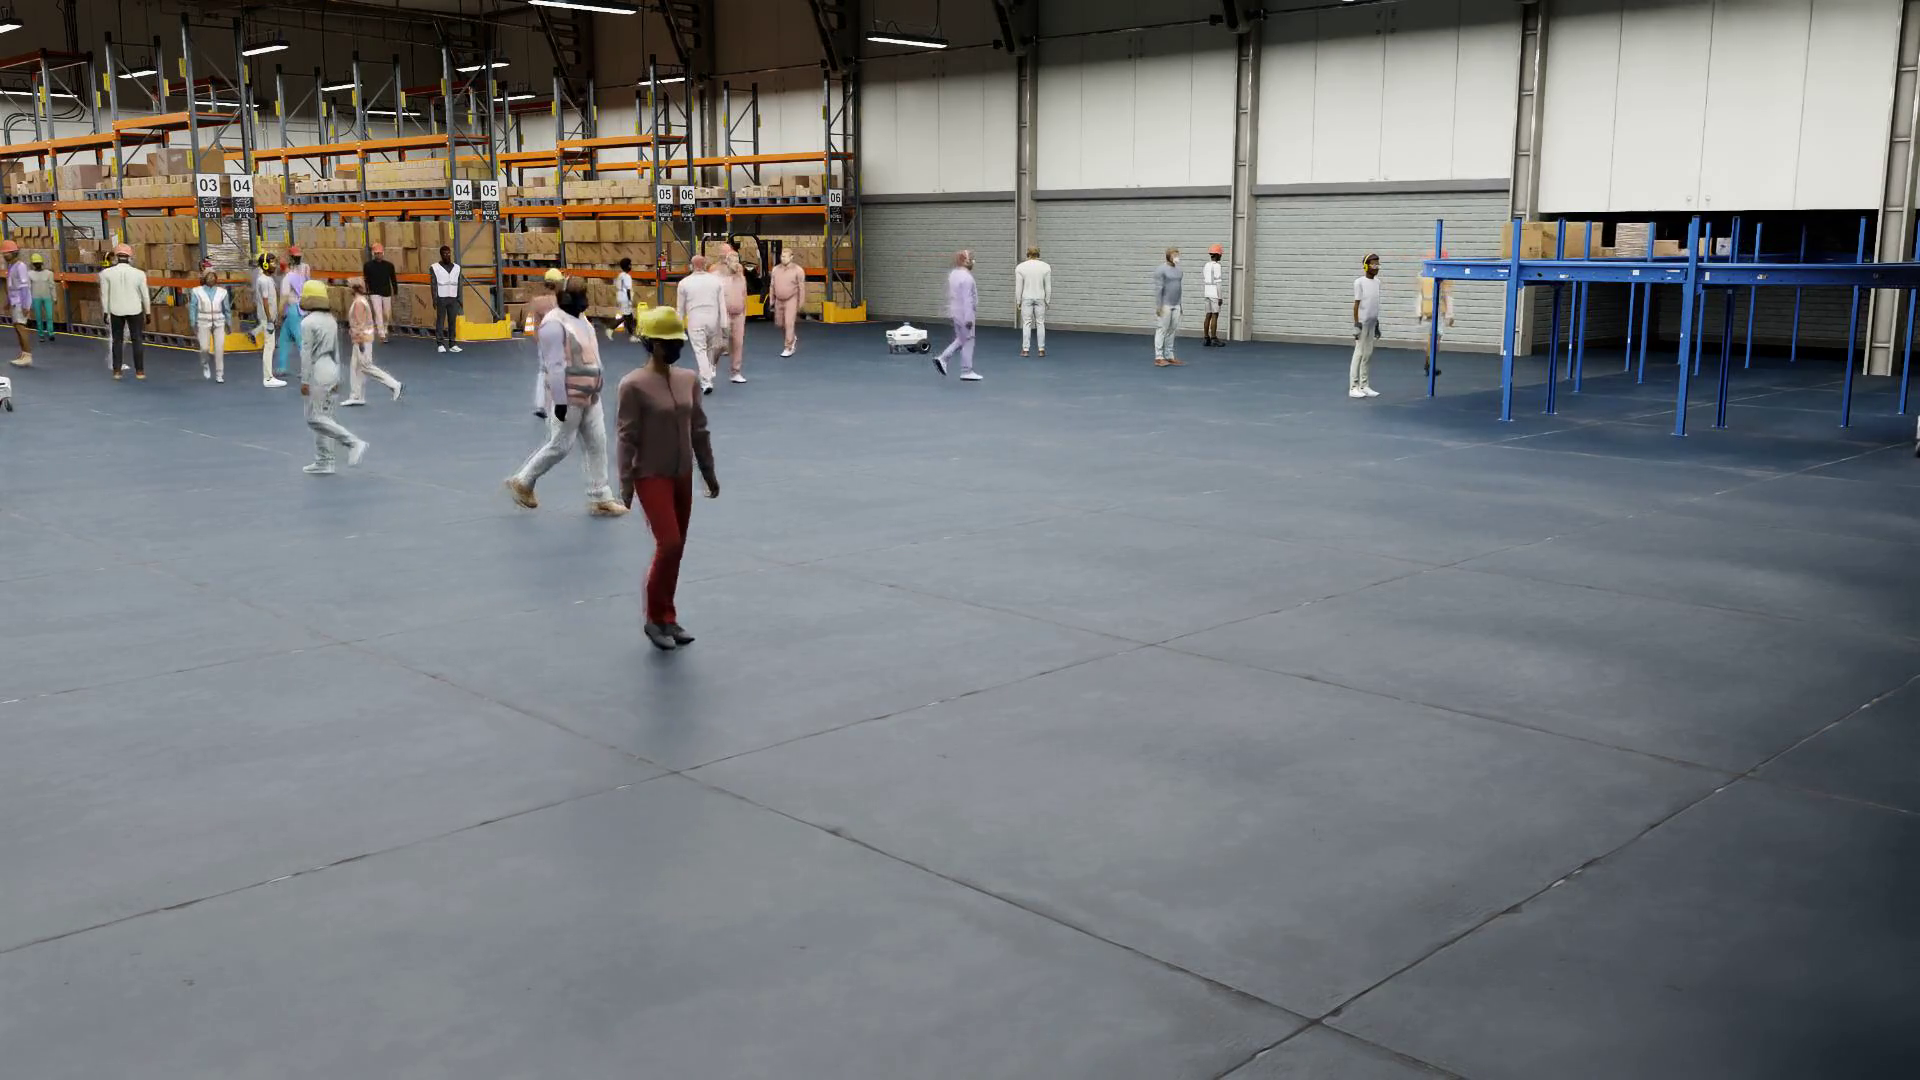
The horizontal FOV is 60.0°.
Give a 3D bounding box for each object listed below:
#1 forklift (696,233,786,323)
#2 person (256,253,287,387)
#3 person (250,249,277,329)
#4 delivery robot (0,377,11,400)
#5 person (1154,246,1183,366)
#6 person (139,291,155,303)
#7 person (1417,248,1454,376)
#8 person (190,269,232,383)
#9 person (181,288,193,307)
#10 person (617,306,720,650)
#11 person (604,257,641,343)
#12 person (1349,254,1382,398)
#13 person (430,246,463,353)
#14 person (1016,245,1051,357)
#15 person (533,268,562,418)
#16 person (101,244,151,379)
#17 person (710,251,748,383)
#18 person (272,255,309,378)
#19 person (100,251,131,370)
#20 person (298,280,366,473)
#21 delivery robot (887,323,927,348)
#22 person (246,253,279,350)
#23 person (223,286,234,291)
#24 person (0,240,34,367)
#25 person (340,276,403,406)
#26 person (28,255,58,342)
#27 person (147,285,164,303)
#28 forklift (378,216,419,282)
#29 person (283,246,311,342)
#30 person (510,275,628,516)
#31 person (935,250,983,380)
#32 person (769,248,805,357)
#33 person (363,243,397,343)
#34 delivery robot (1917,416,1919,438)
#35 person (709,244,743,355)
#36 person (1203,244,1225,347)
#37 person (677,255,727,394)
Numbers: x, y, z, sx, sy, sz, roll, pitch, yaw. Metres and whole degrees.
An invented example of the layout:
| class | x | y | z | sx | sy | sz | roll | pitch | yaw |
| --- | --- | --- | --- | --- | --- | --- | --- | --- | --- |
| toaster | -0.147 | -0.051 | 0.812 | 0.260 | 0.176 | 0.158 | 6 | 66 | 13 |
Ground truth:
| class | x | y | z | sx | sy | sz | roll | pitch | yaw |
| --- | --- | --- | --- | --- | --- | --- | --- | --- | --- |
| forklift | -5.496 | -6.489 | 41.108 | 2.313 | 2.155 | 1.214 | -10 | 14 | -44 |
| person | -9.730 | -3.103 | 23.453 | 0.323 | 1.865 | 0.517 | -4 | 11 | -19 |
| person | -15.607 | -5.597 | 37.184 | 0.616 | 1.803 | 0.743 | -9 | 14 | -41 |
| delivery robot | -11.856 | -1.883 | 20.210 | 0.707 | 0.478 | 0.477 | 8 | 13 | 36 |
| person | 3.406 | -3.810 | 27.086 | 0.635 | 1.936 | 0.355 | -10 | 14 | -43 |
| person | -22.630 | -7.300 | 46.232 | 0.590 | 1.904 | 0.982 | 5 | 12 | 25 |
| person | 7.260 | -3.465 | 25.252 | 0.511 | 1.915 | 0.564 | -8 | 13 | -38 |
| person | -10.780 | -3.084 | 23.940 | 0.557 | 1.625 | 0.379 | -7 | 12 | -33 |
| person | -19.561 | -6.607 | 42.101 | 0.613 | 2.025 | 0.680 | -8 | 13 | -37 |
| person | -1.468 | -0.314 | 8.536 | 0.483 | 1.755 | 0.531 | 7 | 12 | 33 |
| person | -6.661 | -4.721 | 32.760 | 0.710 | 1.676 | 0.542 | -4 | 11 | -23 |
| person | 5.365 | -2.822 | 21.881 | 0.514 | 1.871 | 0.327 | -8 | 13 | -39 |
| person | -9.354 | -4.392 | 30.310 | 0.590 | 1.919 | 0.395 | -10 | 15 | -44 |
| person | 1.283 | -4.200 | 29.211 | 0.630 | 1.940 | 0.372 | -1 | 10 | -4 |
| person | -4.761 | -2.306 | 19.468 | 0.535 | 1.723 | 0.911 | 2 | 11 | 10 |
| person | -12.360 | -3.389 | 24.659 | 0.638 | 1.986 | 0.415 | -5 | 12 | -26 |
| person | -3.362 | -3.224 | 24.041 | 0.653 | 1.880 | 0.641 | -9 | 13 | -39 |
| person | -10.023 | -3.305 | 24.681 | 0.837 | 1.801 | 0.554 | -3 | 11 | -17 |
| person | -13.325 | -3.612 | 26.234 | 0.401 | 1.855 | 0.522 | 0 | 10 | 3 |
| person | -5.617 | -1.442 | 14.758 | 0.576 | 1.721 | 0.491 | 1 | 10 | 7 |
| delivery robot | -0.963 | -3.677 | 29.992 | 0.707 | 0.478 | 0.477 | -6 | 12 | -31 |
| person | -12.862 | -4.386 | 30.629 | 0.614 | 1.793 | 0.600 | -10 | 14 | -43 |
| person | -20.463 | -7.296 | 46.446 | 0.438 | 1.813 | 0.674 | 6 | 12 | 31 |
| person | -15.339 | -3.845 | 27.038 | 0.448 | 2.022 | 0.625 | -9 | 14 | -41 |
| person | -7.379 | -2.482 | 20.739 | 0.690 | 1.617 | 0.521 | -4 | 11 | -20 |
| person | -18.217 | -4.782 | 32.981 | 0.548 | 1.720 | 0.903 | -6 | 12 | -28 |
| person | -19.871 | -6.190 | 40.932 | 0.535 | 1.606 | 0.677 | -7 | 13 | -34 |
| forklift | -17.868 | -9.201 | 54.028 | 1.873 | 2.768 | 1.129 | -10 | 14 | -44 |
| person | -13.131 | -4.879 | 33.052 | 0.561 | 1.883 | 0.953 | -8 | 13 | -36 |
| person | -2.986 | -1.089 | 12.591 | 0.838 | 1.820 | 0.628 | 3 | 11 | 17 |
| person | 0.001 | -3.289 | 24.356 | 0.582 | 1.895 | 0.655 | -4 | 11 | -23 |
| person | -3.021 | -4.183 | 29.237 | 0.659 | 1.886 | 0.719 | 4 | 11 | 23 |
| person | -11.535 | -4.926 | 33.108 | 0.622 | 1.968 | 0.895 | -6 | 12 | -28 |
| delivery robot | 9.558 | -1.106 | 15.965 | 0.707 | 0.478 | 0.477 | -4 | 12 | -24 |
| person | -4.107 | -4.233 | 29.334 | 0.667 | 1.958 | 0.688 | -2 | 11 | -10 |
| person | 4.868 | -4.679 | 31.825 | 0.355 | 1.938 | 0.545 | -4 | 11 | -22 |
| person | -3.492 | -2.913 | 22.482 | 0.652 | 1.852 | 1.070 | -5 | 11 | -24 |
